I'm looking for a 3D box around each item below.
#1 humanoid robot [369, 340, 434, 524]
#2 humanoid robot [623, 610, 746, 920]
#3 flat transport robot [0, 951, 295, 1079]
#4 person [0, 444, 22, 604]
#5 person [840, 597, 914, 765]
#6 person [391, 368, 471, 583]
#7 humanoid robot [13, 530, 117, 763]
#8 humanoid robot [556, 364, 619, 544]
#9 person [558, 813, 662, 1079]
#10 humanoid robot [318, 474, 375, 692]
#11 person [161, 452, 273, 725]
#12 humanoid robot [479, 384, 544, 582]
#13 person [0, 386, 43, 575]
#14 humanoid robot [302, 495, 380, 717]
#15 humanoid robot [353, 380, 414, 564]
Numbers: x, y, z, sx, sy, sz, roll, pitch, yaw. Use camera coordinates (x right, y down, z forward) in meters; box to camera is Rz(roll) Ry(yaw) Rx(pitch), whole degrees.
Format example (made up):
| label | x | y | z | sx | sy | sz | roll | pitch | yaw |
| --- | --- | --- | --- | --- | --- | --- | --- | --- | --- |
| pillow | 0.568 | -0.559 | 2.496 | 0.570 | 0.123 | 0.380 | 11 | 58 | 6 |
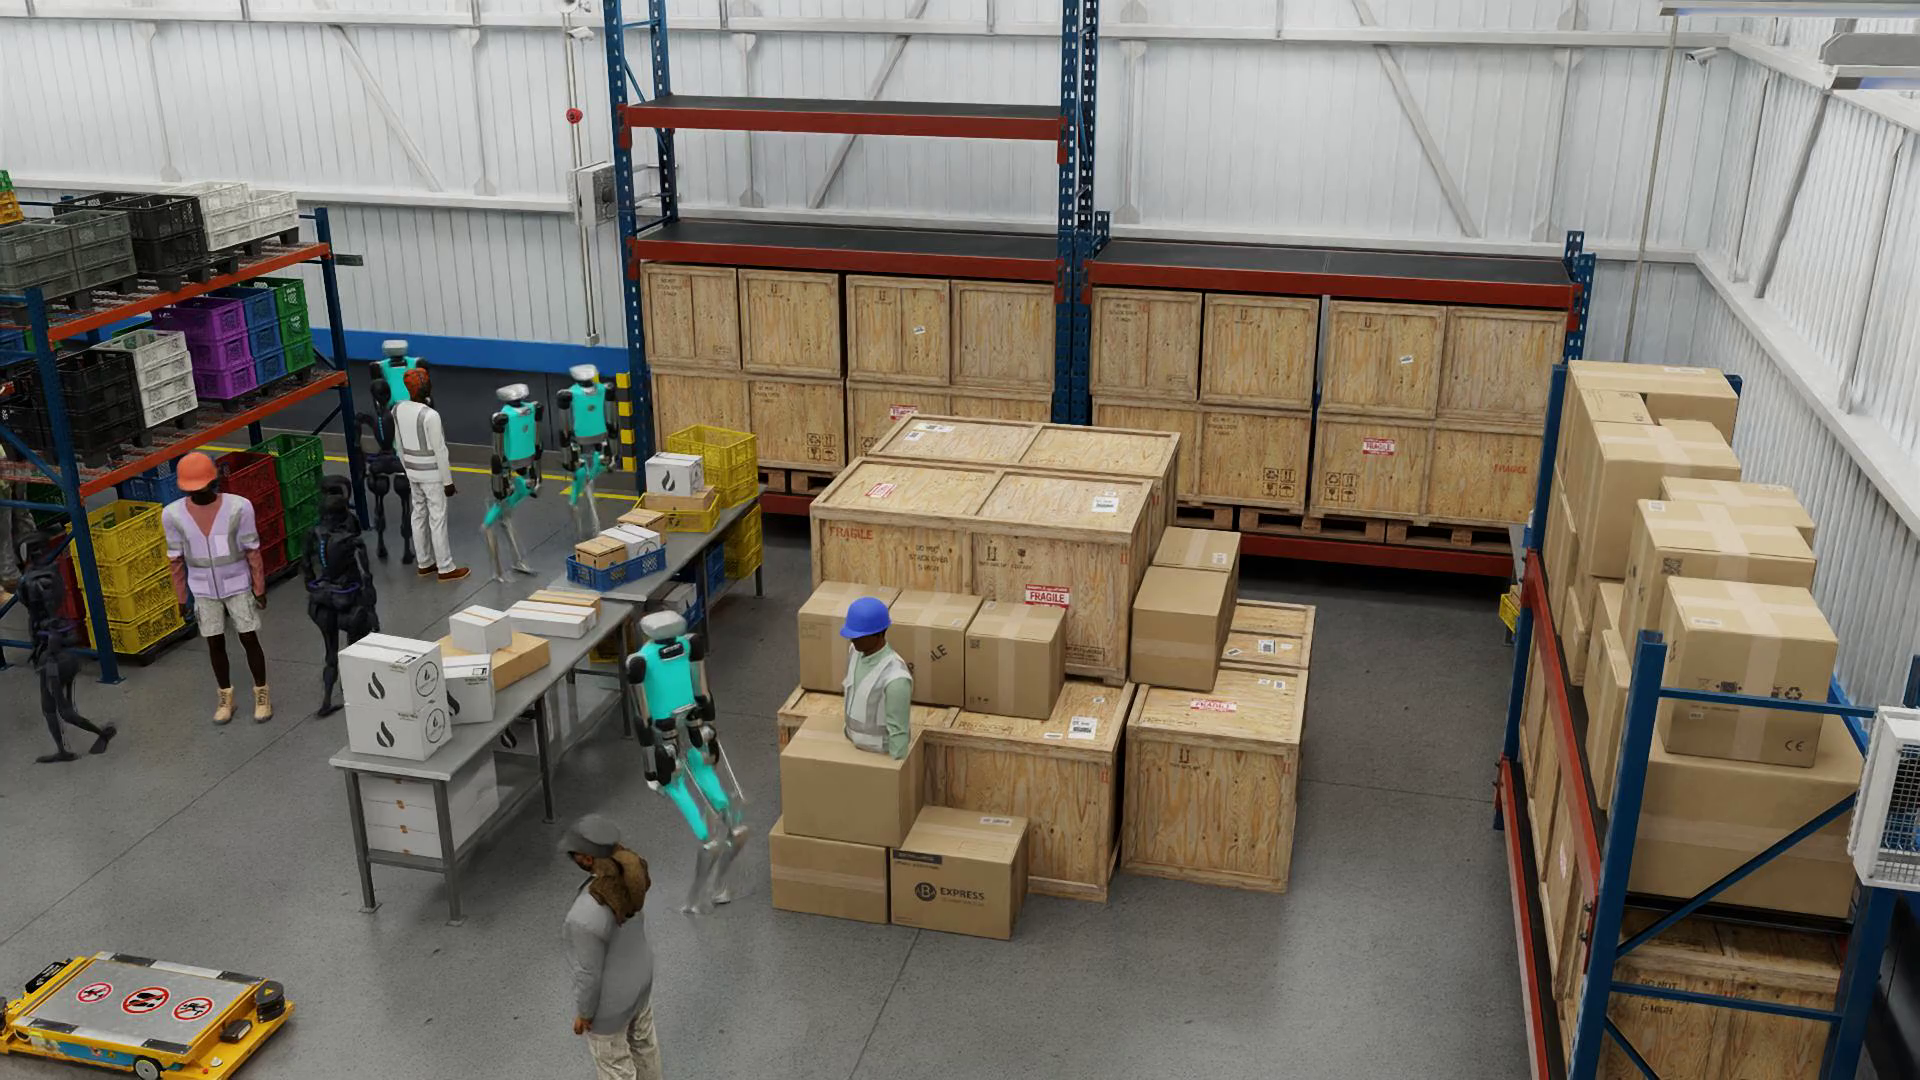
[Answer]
| label | x | y | z | sx | sy | sz | roll | pitch | yaw |
| --- | --- | --- | --- | --- | --- | --- | --- | --- | --- |
| humanoid robot | -5.128 | -0.920 | 15.460 | 0.539 | 1.773 | 1.022 | -7 | 22 | -18 |
| humanoid robot | -1.490 | 1.323 | 9.551 | 0.804 | 1.775 | 0.533 | 19 | 28 | 40 |
| flat transport robot | -4.270 | 2.464 | 8.601 | 1.431 | 0.231 | 0.659 | 5 | 22 | 13 |
| person | -8.098 | -0.390 | 13.858 | 0.429 | 1.846 | 0.624 | 1 | 21 | 2 |
| person | -0.484 | 1.214 | 9.540 | 0.411 | 1.939 | 0.606 | -11 | 24 | -27 |
| person | -4.550 | -0.551 | 14.228 | 0.573 | 1.882 | 0.355 | 14 | 25 | 32 |
| humanoid robot | -6.095 | 0.732 | 11.205 | 0.511 | 1.659 | 0.591 | -18 | 28 | -40 |
| humanoid robot | -3.373 | -0.738 | 14.970 | 0.531 | 1.825 | 0.669 | -12 | 24 | -28 |
| person | -1.578 | 2.038 | 7.611 | 0.396 | 1.769 | 0.563 | 6 | 22 | 15 |
| humanoid robot | -4.461 | 0.302 | 12.274 | 0.460 | 1.647 | 0.596 | -12 | 24 | -29 |
| person | -5.209 | 0.344 | 11.690 | 0.610 | 2.031 | 0.401 | -5 | 21 | -13 |
| humanoid robot | -3.917 | -0.493 | 14.279 | 0.735 | 1.794 | 0.538 | 13 | 24 | 30 |
| person | -8.185 | -0.536 | 14.268 | 0.403 | 1.823 | 0.588 | -12 | 24 | -28 |
| humanoid robot | -4.450 | 0.439 | 11.966 | 0.619 | 1.637 | 0.613 | 6 | 22 | 16 |
| humanoid robot | -5.010 | -0.601 | 14.636 | 0.616 | 1.646 | 0.312 | -4 | 21 | -9 |
